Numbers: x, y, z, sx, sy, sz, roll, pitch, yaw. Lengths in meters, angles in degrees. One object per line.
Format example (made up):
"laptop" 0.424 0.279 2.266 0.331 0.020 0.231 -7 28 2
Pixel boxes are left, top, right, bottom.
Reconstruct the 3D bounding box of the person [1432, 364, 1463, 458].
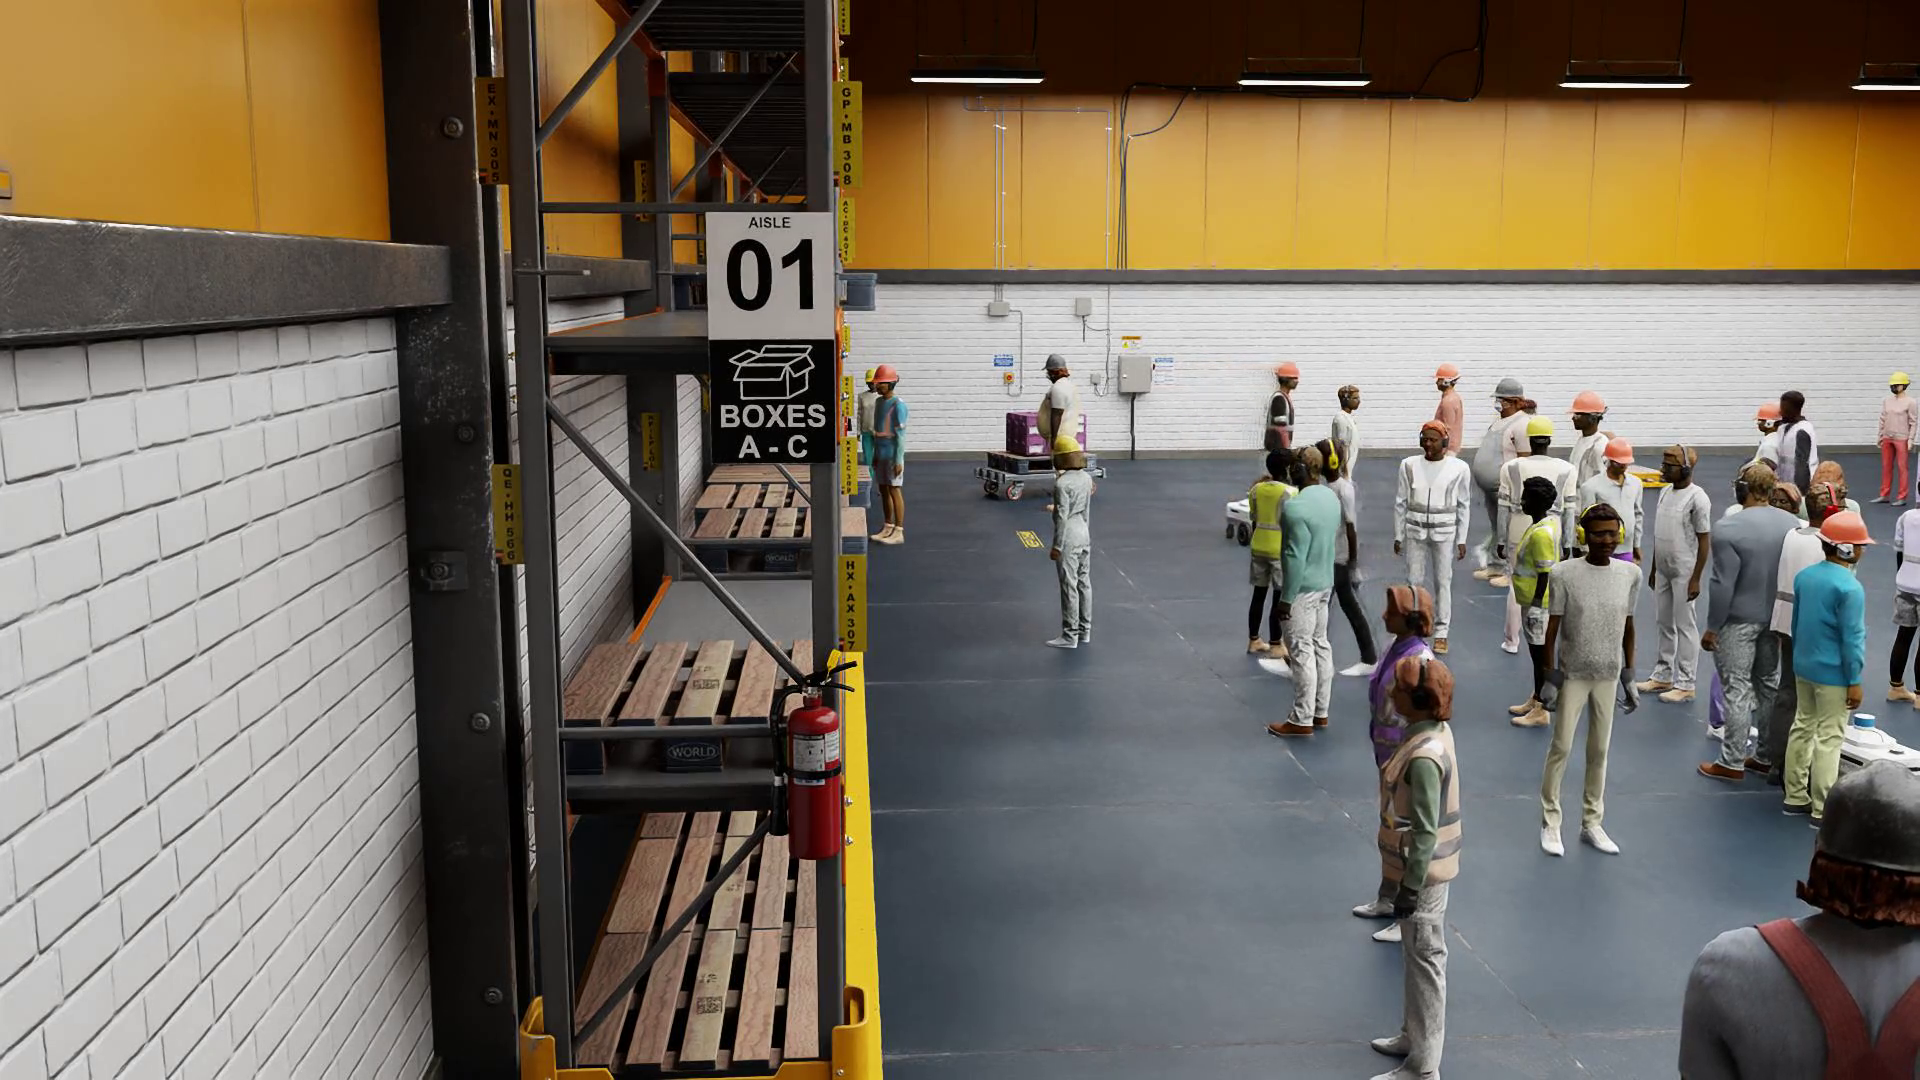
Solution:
"person" 5.736 -1.083 19.659 0.381 1.994 0.620 3 10 21

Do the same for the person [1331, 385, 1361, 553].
"person" 4.211 -0.770 18.167 0.345 1.846 0.507 3 9 16

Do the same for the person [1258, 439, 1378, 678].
"person" 2.755 0.150 12.489 0.953 1.810 0.491 0 9 3

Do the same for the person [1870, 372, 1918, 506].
"person" 12.322 -1.328 21.913 0.317 1.767 0.535 -3 10 -20

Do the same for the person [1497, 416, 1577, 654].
"person" 4.592 -0.030 13.293 0.586 1.920 0.397 2 9 15

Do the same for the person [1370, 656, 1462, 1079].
"person" 1.708 1.235 6.211 0.310 1.642 0.514 3 9 17

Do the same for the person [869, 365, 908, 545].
"person" -0.825 -0.955 18.750 0.405 2.037 0.607 -5 10 -30

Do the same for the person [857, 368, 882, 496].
"person" -1.195 -1.488 22.955 0.524 1.761 0.340 4 10 25

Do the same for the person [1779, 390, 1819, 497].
"person" 8.310 -0.536 16.536 0.433 1.900 0.672 3 9 16

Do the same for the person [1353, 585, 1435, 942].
"person" 2.025 1.010 7.620 0.307 1.644 0.512 0 9 -2

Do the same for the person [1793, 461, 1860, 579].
"person" 6.559 0.211 12.661 0.498 1.634 0.278 7 11 36

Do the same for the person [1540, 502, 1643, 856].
"person" 3.306 0.724 8.706 0.514 1.872 0.332 0 9 -3

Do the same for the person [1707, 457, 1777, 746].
"person" 5.109 0.388 10.813 0.327 1.874 0.518 9 13 44

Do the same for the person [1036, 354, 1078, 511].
"person" 1.253 -1.407 21.550 0.536 2.000 0.701 2 9 14

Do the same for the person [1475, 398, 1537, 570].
"person" 5.449 -0.520 16.623 0.545 1.837 0.623 -6 11 -35

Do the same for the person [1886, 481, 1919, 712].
"person" 6.735 0.350 11.595 0.316 1.695 0.542 -1 9 -8

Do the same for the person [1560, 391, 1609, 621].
"person" 5.362 -0.255 14.308 0.377 2.045 0.605 0 9 2

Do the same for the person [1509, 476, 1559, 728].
"person" 3.875 0.414 11.195 0.318 1.695 0.540 3 9 17

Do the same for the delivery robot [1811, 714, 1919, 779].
"delivery robot" 5.084 1.226 9.378 0.477 0.478 0.707 -2 9 -11

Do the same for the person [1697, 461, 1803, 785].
"person" 4.704 0.495 9.931 0.628 1.939 0.375 -3 10 -19

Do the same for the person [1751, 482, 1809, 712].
"person" 5.574 0.417 11.354 0.523 1.639 0.306 7 11 38

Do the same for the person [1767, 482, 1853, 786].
"person" 4.955 0.578 9.696 0.389 1.847 0.566 -2 9 -11

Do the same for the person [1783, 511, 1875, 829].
"person" 4.795 0.710 9.153 0.333 1.753 0.562 0 9 -2

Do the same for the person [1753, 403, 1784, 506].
"person" 8.110 -0.498 16.740 0.336 1.753 0.564 6 11 32

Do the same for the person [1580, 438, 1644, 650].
"person" 5.270 0.038 13.434 0.573 1.738 0.352 -3 9 -17

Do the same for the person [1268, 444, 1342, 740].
"person" 2.267 0.336 10.924 0.355 1.938 0.637 7 11 36

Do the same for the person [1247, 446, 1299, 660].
"person" 2.489 0.106 13.149 0.320 1.694 0.538 -6 11 -35

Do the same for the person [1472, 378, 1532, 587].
"person" 5.303 -0.569 16.291 0.535 2.000 0.674 -1 9 -4

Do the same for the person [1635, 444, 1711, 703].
"person" 5.100 0.236 11.844 0.328 1.844 0.513 -2 9 -12

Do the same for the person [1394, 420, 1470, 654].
"person" 3.785 -0.027 13.378 0.582 1.882 0.338 5 10 27

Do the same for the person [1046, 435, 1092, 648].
"person" 0.885 0.011 13.603 0.308 1.736 0.484 6 11 33
